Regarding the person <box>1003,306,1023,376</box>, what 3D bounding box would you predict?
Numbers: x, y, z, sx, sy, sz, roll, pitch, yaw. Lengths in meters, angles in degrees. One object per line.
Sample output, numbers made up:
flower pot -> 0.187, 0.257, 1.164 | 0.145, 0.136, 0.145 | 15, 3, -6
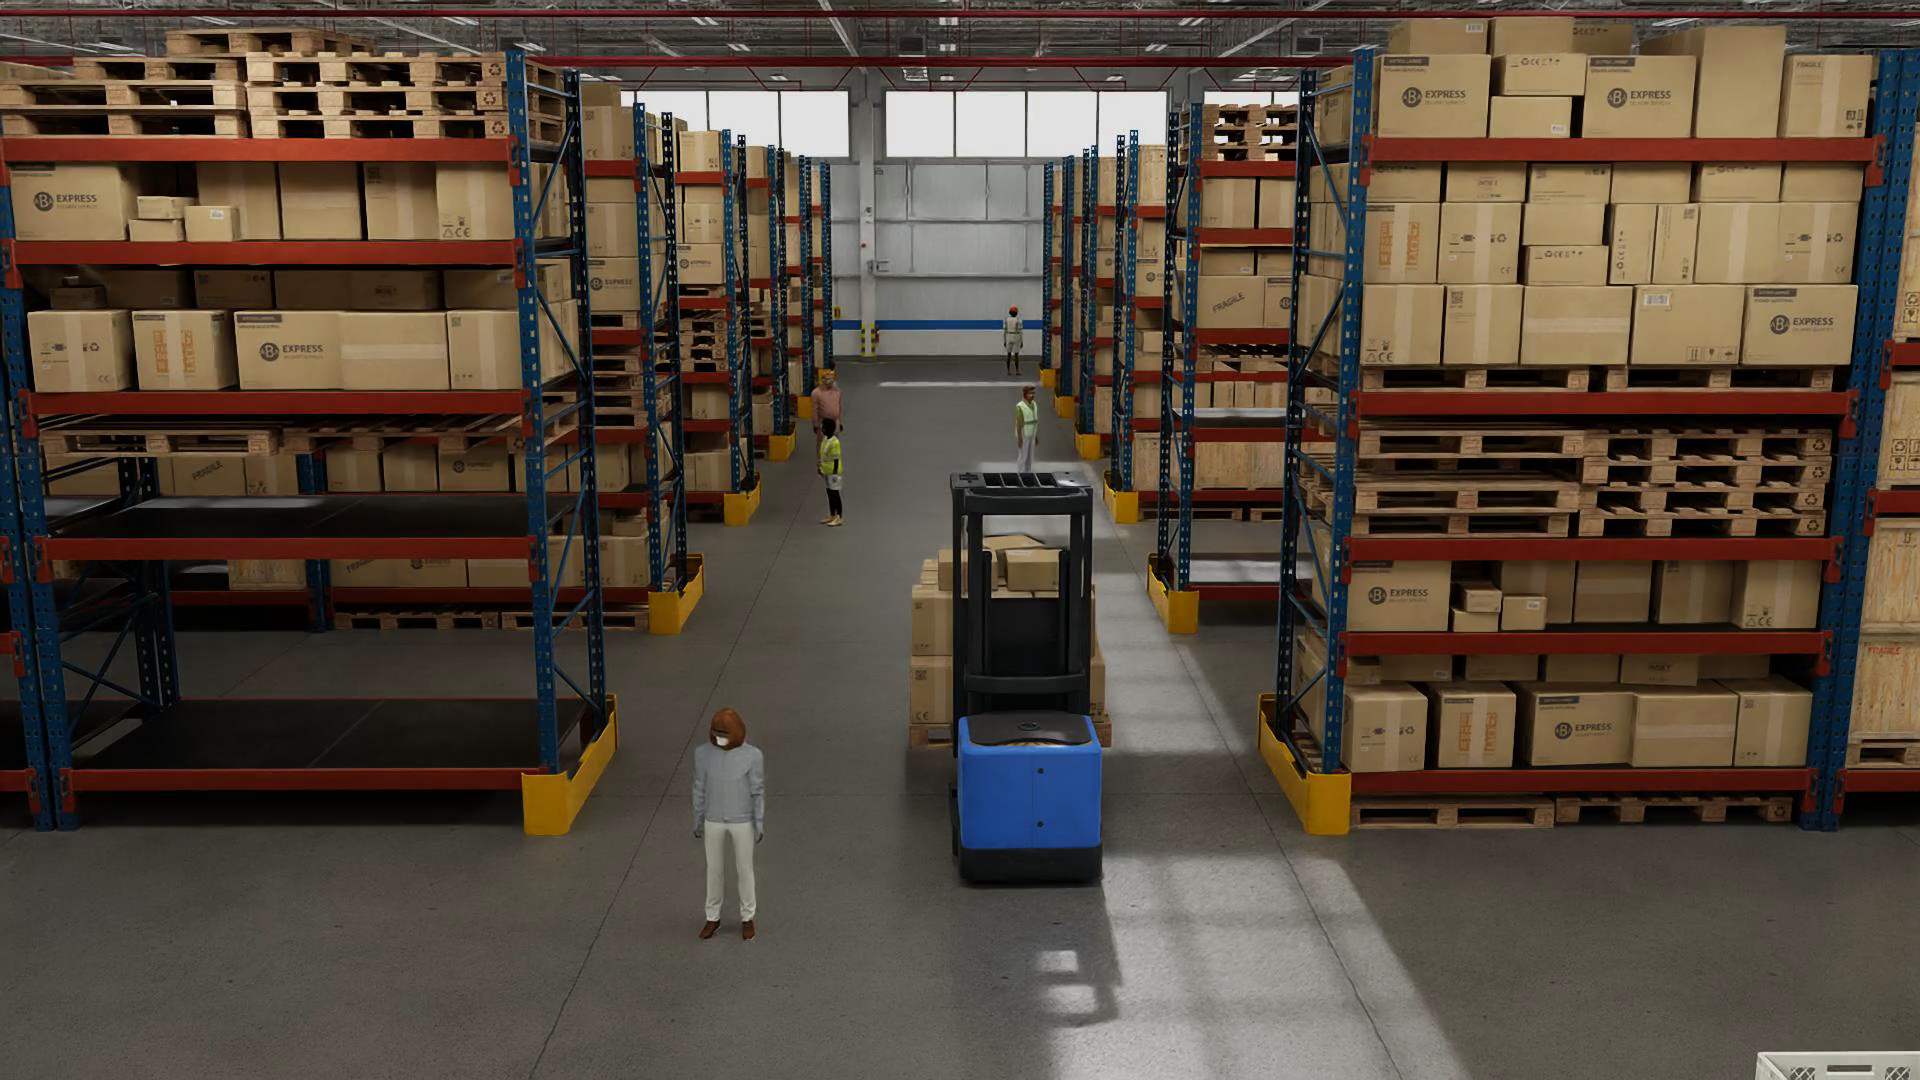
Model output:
person -> 1.564, -5.841, 48.730 | 0.614, 2.042, 0.373 | 4, 12, 19

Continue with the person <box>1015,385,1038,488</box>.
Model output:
person -> 1.167, -1.801, 29.201 | 0.373, 1.843, 0.570 | 8, 14, 33

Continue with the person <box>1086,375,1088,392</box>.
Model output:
person -> 3.242, -3.565, 37.908 | 0.715, 1.850, 0.924 | 4, 12, 20

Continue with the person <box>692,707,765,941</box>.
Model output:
person -> -1.569, 1.919, 11.291 | 0.498, 1.633, 0.279 | 1, 11, 4

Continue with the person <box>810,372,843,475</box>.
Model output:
person -> -2.445, -2.166, 30.848 | 0.651, 1.913, 0.409 | -8, 14, -35

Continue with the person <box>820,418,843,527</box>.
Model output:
person -> -2.006, -1.059, 25.916 | 0.320, 1.693, 0.537 | -5, 13, -25

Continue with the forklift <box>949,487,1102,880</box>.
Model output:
forklift -> 0.495, 0.986, 12.813 | 1.129, 2.768, 1.873 | 0, 11, -2
